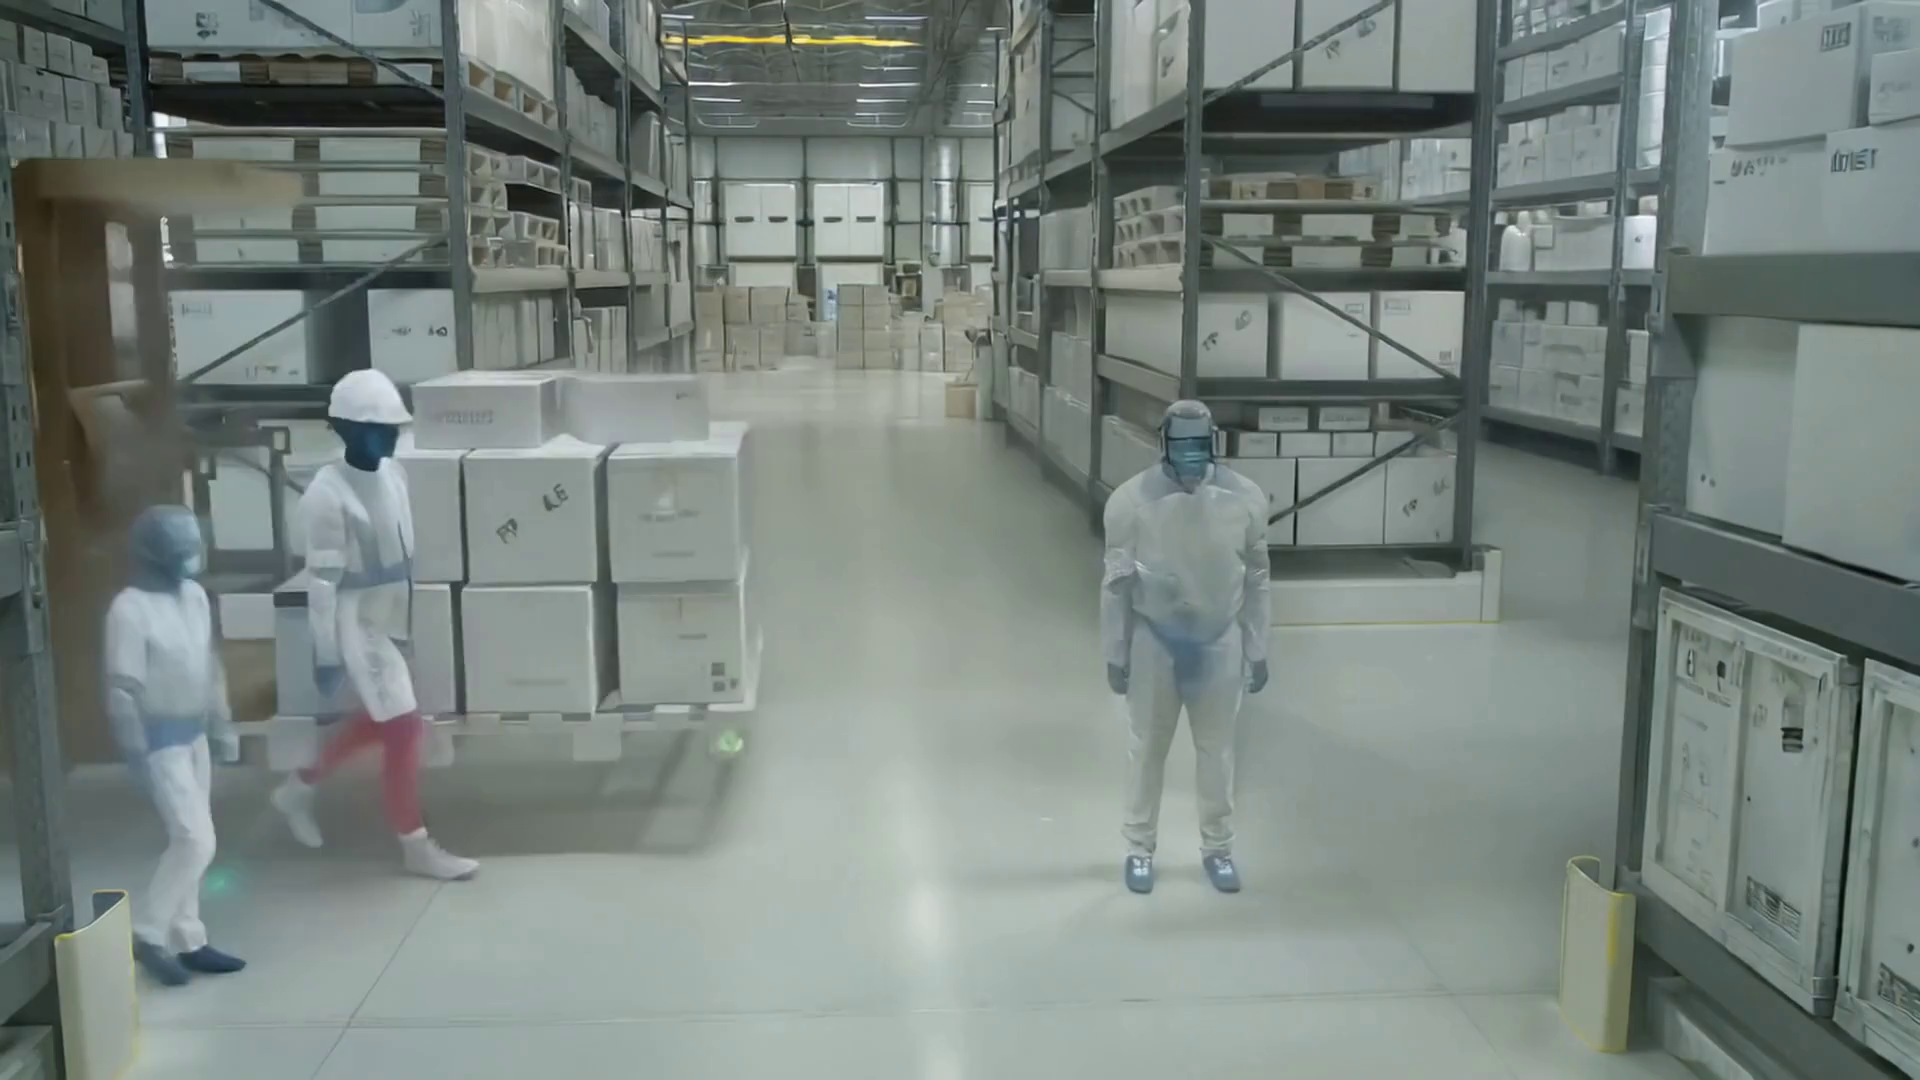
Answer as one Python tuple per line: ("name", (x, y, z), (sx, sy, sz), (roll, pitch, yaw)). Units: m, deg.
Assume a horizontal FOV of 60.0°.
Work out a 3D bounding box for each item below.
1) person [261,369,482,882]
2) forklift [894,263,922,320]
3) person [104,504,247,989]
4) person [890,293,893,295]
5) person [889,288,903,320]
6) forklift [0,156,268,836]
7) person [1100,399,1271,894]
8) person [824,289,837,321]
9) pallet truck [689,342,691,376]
("person", (-2.370, 0.330, 6.510), (0.943, 2.013, 0.618), (1, 9, 9))
("forklift", (-1.987, -9.022, 62.479), (1.129, 2.768, 1.873), (-1, 9, -4))
("person", (-2.564, 0.681, 5.482), (0.335, 1.619, 0.515), (0, 9, 3))
("person", (-2.539, -8.445, 62.563), (0.540, 1.695, 0.317), (0, 9, -2))
("person", (-2.282, -7.795, 57.767), (0.639, 1.928, 0.373), (3, 10, 18))
("forklift", (-3.961, -0.211, 7.156), (1.873, 2.768, 1.129), (-1, 9, -5))
("person", (0.860, 0.413, 6.331), (0.650, 1.900, 0.399), (-1, 9, -3))
("person", (-4.059, -6.846, 51.780), (0.374, 1.936, 0.627), (4, 10, 25))
("pallet truck", (-5.225, -3.008, 27.480), (1.885, 1.965, 0.823), (2, 9, 14))
